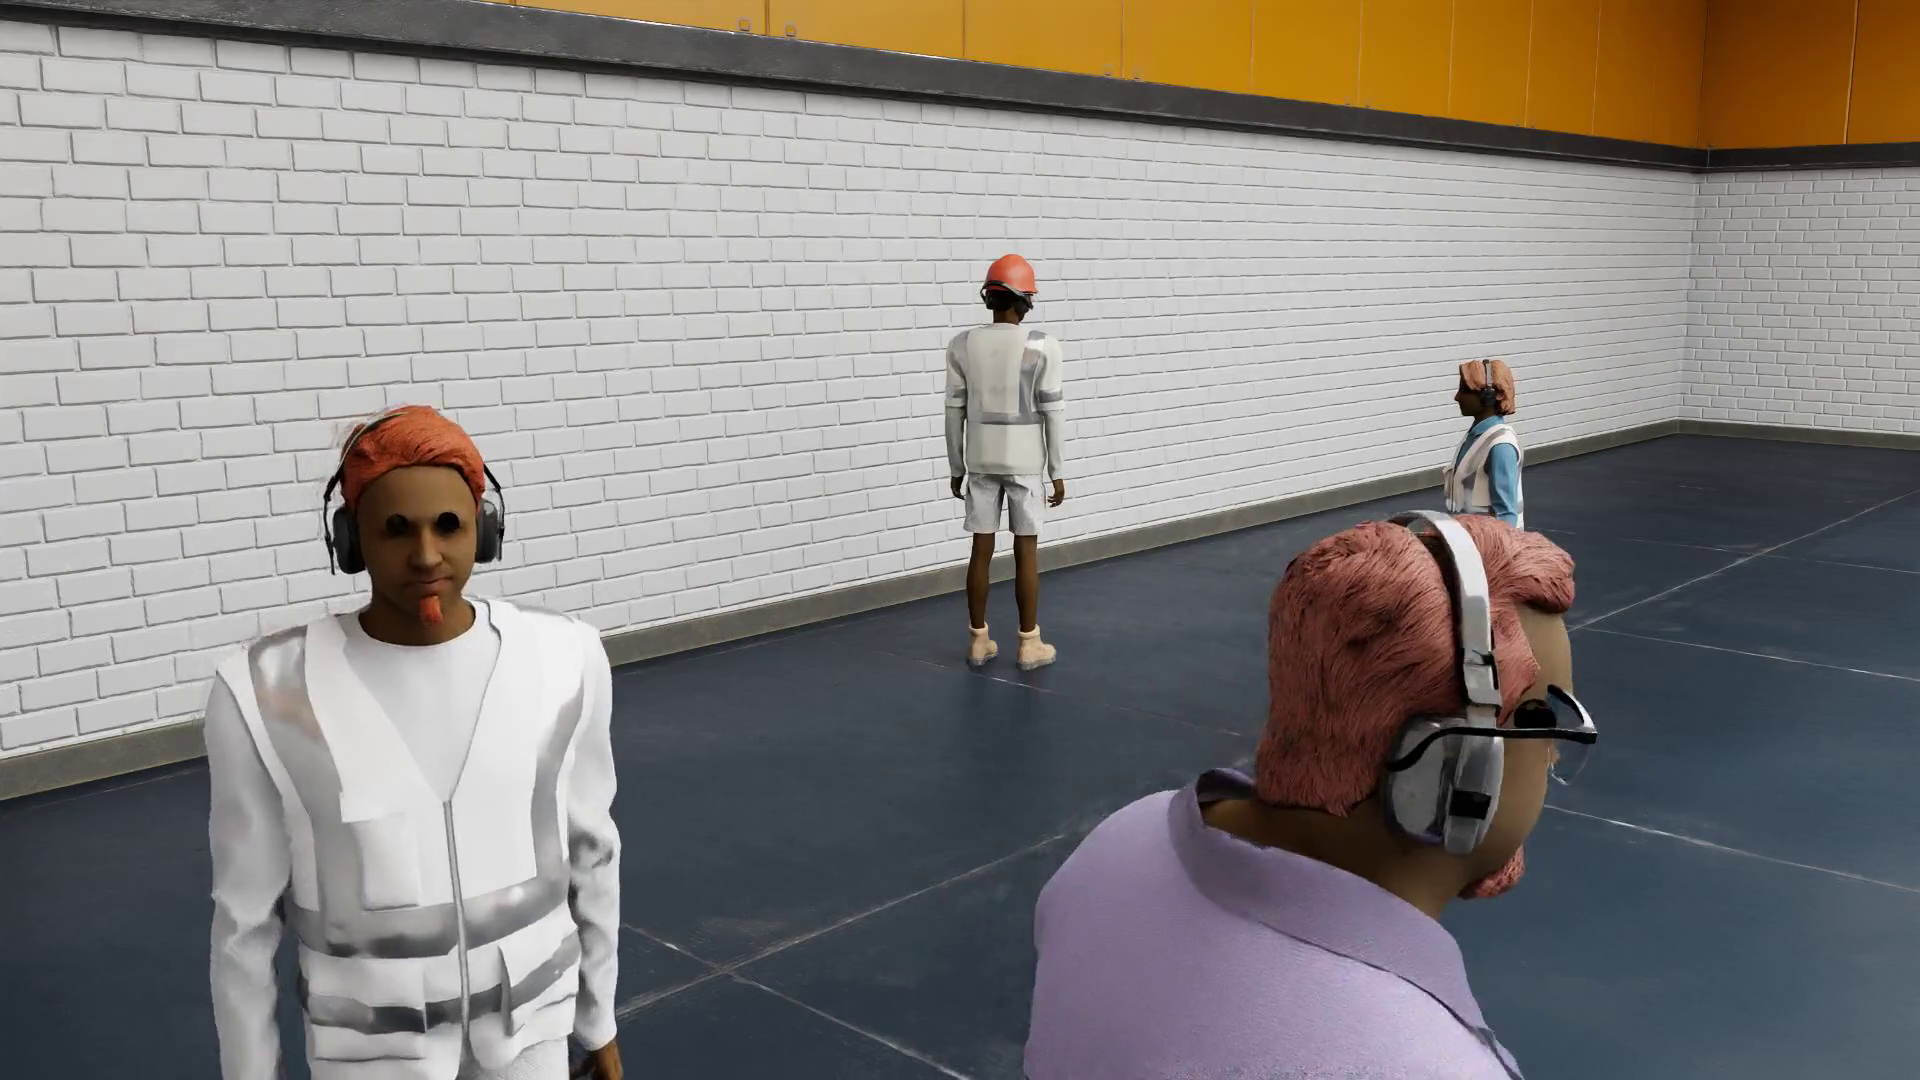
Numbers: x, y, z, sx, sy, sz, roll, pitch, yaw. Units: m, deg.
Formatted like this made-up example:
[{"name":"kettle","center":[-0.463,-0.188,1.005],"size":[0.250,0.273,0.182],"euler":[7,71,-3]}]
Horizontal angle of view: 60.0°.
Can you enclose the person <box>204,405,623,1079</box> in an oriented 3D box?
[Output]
[{"name":"person","center":[-0.802,0.721,2.501],"size":[0.582,1.866,0.741],"euler":[-6,11,-30]}]

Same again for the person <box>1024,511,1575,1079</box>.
[{"name":"person","center":[0.240,0.905,1.363],"size":[0.433,1.884,0.690],"euler":[-3,10,-14]}]

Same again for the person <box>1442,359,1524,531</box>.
[{"name":"person","center":[2.098,0.093,6.696],"size":[0.311,1.638,0.523],"euler":[0,10,2]}]

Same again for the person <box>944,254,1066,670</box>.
[{"name":"person","center":[0.235,-0.378,8.239],"size":[0.627,2.043,0.388],"euler":[4,11,21]}]
